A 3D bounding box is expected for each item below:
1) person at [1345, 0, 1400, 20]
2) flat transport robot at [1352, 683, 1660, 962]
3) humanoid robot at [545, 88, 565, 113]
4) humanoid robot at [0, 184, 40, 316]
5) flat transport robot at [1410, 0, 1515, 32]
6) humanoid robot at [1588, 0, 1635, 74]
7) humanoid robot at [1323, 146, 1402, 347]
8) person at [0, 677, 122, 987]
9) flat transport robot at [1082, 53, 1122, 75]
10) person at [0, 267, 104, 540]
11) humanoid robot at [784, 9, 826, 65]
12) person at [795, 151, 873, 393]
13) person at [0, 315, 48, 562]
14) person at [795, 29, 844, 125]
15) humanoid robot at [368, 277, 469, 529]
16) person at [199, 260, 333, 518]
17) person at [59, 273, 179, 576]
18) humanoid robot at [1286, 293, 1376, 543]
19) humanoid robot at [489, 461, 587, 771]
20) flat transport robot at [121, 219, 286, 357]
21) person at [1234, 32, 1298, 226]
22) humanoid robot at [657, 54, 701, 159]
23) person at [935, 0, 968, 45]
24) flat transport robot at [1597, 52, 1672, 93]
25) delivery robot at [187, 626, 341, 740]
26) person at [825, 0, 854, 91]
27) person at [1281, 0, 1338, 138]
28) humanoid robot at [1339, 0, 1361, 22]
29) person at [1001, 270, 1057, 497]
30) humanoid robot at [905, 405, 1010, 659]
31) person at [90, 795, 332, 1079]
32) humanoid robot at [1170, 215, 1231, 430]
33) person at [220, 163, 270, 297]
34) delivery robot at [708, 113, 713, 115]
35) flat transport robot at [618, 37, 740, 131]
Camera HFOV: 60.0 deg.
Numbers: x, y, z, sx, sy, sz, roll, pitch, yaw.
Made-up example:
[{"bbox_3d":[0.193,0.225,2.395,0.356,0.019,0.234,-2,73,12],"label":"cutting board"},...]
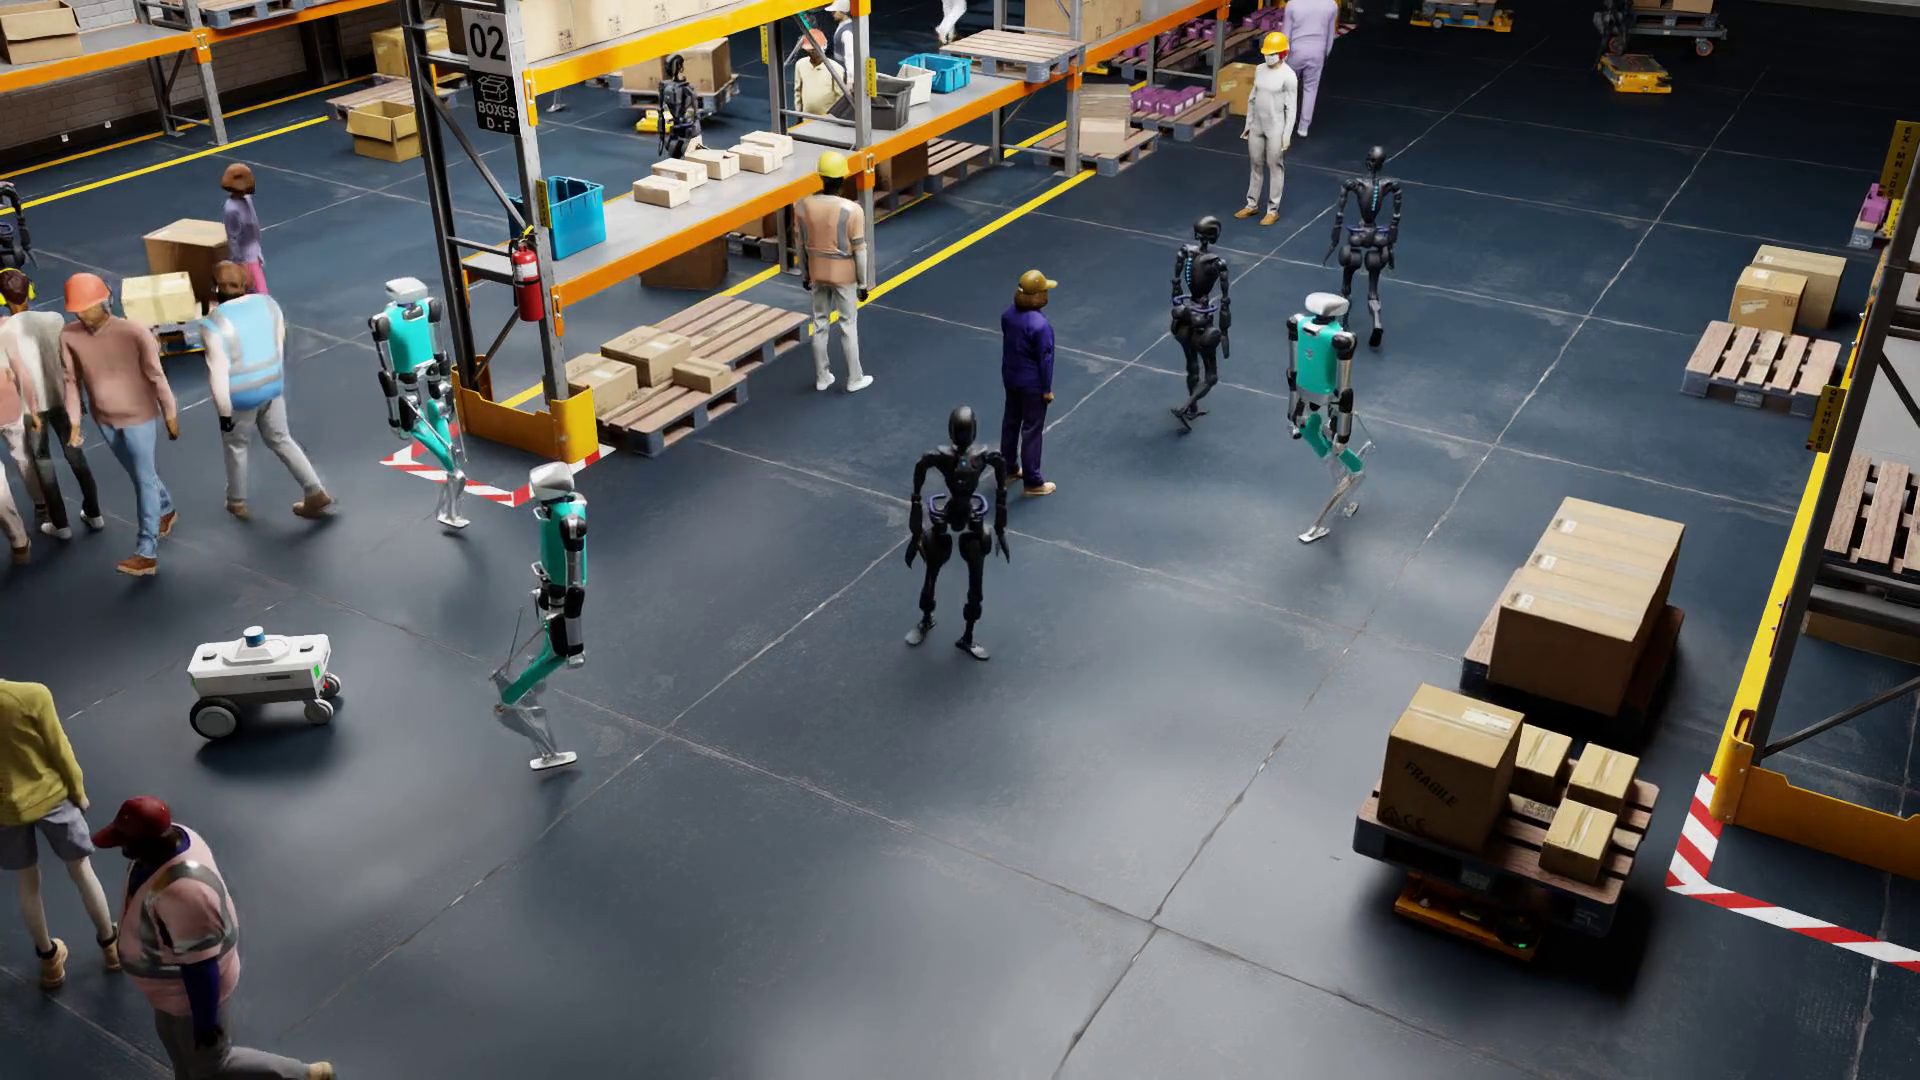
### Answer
[{"bbox_3d":[6.311,-8.745,24.843,0.619,1.804,0.933,-23,37,-35],"label":"person"},{"bbox_3d":[2.716,1.500,8.289,0.659,0.231,1.431,17,34,27],"label":"flat transport robot"},{"bbox_3d":[-5.167,-6.034,20.156,0.884,1.782,0.584,-22,36,-34],"label":"humanoid robot"},{"bbox_3d":[-7.986,-2.391,13.748,0.589,1.645,0.394,-20,35,-31],"label":"humanoid robot"},{"bbox_3d":[7.429,-7.714,24.588,1.431,0.231,0.659,10,31,17],"label":"flat transport robot"},{"bbox_3d":[8.653,-6.945,21.800,0.604,1.641,0.474,-22,36,-34],"label":"humanoid robot"},{"bbox_3d":[3.361,-2.417,13.804,0.598,1.635,0.600,-2,30,-3],"label":"humanoid robot"},{"bbox_3d":[-4.089,1.144,7.287,0.473,1.881,0.408,-9,31,-15],"label":"person"},{"bbox_3d":[2.041,-6.588,22.595,0.659,0.231,1.431,17,33,27],"label":"flat transport robot"},{"bbox_3d":[-6.006,-0.885,10.899,0.346,1.854,0.529,21,35,32],"label":"person"},{"bbox_3d":[-2.095,-7.328,22.429,0.953,1.771,0.553,-19,34,-30],"label":"humanoid robot"},{"bbox_3d":[-0.972,-2.066,12.920,0.593,1.923,0.398,11,31,18],"label":"person"},{"bbox_3d":[-6.322,-0.898,10.823,0.620,1.950,0.981,-14,32,-23],"label":"person"},{"bbox_3d":[-1.462,-4.403,17.220,0.563,1.750,0.340,13,32,21],"label":"person"},{"bbox_3d":[-3.409,-0.813,10.911,0.816,1.809,0.548,18,34,29],"label":"humanoid robot"},{"bbox_3d":[-4.701,-0.973,11.127,0.802,1.805,0.643,16,33,26],"label":"person"},{"bbox_3d":[-5.387,-0.752,10.584,0.643,1.932,0.999,4,30,6],"label":"person"},{"bbox_3d":[2.524,-0.792,10.933,0.836,1.859,0.547,-19,35,-30],"label":"humanoid robot"},{"bbox_3d":[-2.225,0.528,8.615,0.743,1.891,0.540,-14,32,-22],"label":"humanoid robot"},{"bbox_3d":[-6.485,-1.765,14.063,1.431,0.231,0.659,-11,31,-19],"label":"flat transport robot"},{"bbox_3d":[3.063,-4.087,16.524,0.369,1.894,0.566,-24,38,-36],"label":"person"},{"bbox_3d":[-2.789,-4.020,16.653,0.588,1.648,0.608,19,34,30],"label":"humanoid robot"},{"bbox_3d":[-0.151,-7.808,23.165,0.638,1.824,0.653,23,37,34],"label":"person"},{"bbox_3d":[8.799,-6.113,21.756,0.659,0.231,1.431,3,30,6],"label":"flat transport robot"},{"bbox_3d":[-3.917,0.770,9.309,0.811,0.613,0.499,-4,30,-8],"label":"delivery robot"},{"bbox_3d":[-1.251,-5.176,18.593,0.467,1.751,0.775,-5,30,-8],"label":"person"},{"bbox_3d":[3.995,-5.659,19.315,0.651,1.878,0.655,0,29,0],"label":"person"},{"bbox_3d":[5.766,-8.534,24.534,0.538,1.756,0.797,-26,38,-38],"label":"humanoid robot"},{"bbox_3d":[0.487,-1.095,11.498,0.349,1.622,0.466,-19,34,-30],"label":"person"},{"bbox_3d":[-0.022,-0.064,9.634,0.616,1.646,0.460,-4,30,-7],"label":"humanoid robot"},{"bbox_3d":[-2.985,1.684,6.473,0.714,1.734,0.634,-18,34,-29],"label":"person"},{"bbox_3d":[1.748,-1.627,12.395,0.513,1.647,0.603,-21,36,-32],"label":"humanoid robot"},{"bbox_3d":[-5.818,-2.263,13.571,0.391,1.611,0.536,-7,30,-12],"label":"person"},{"bbox_3d":[-3.275,-5.547,20.458,0.761,0.589,0.524,6,30,11],"label":"delivery robot"},{"bbox_3d":[-3.384,-5.237,20.206,0.659,0.231,1.431,5,30,8],"label":"flat transport robot"}]
